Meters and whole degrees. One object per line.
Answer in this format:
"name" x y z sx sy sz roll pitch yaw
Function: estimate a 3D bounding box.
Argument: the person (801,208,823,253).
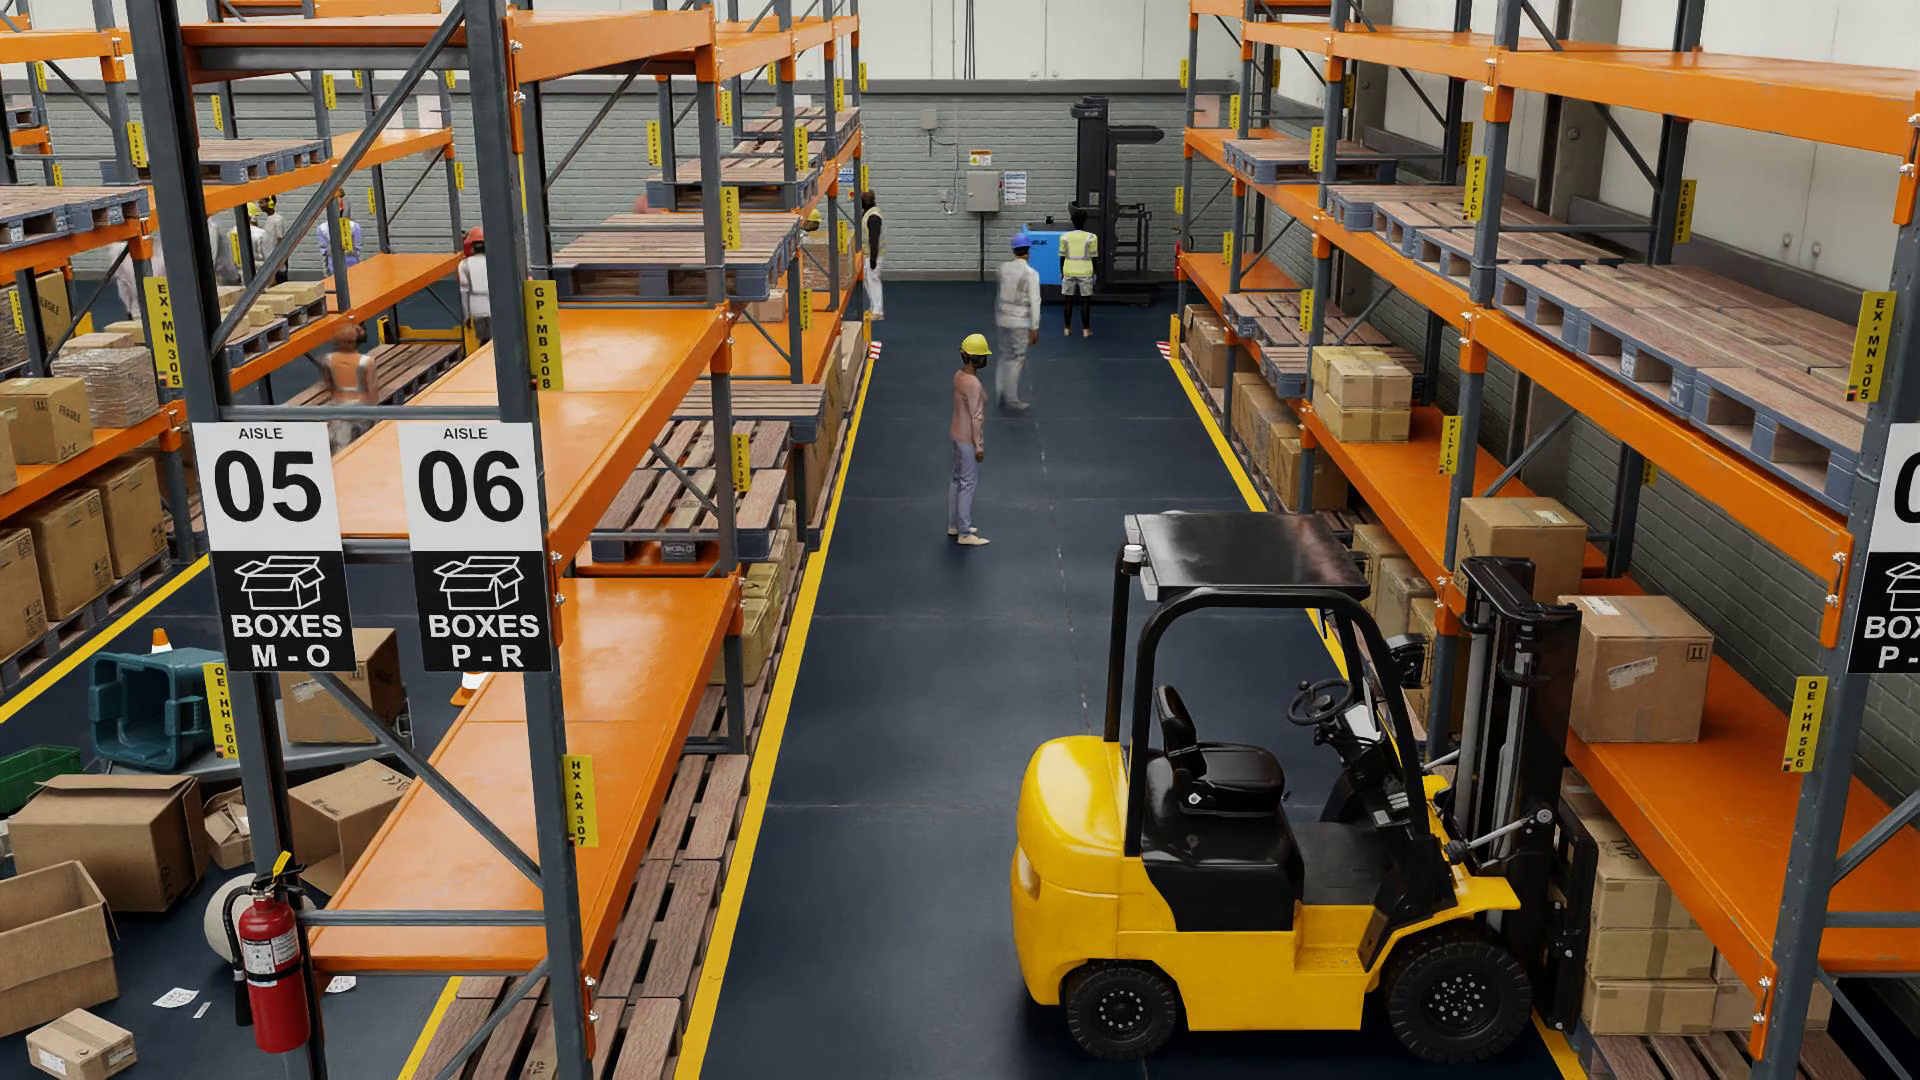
"person" -1.940 -3.474 21.798 0.325 1.732 0.489 0 18 -1

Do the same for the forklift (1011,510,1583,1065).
"forklift" 1.387 1.055 7.378 2.313 2.155 1.214 0 18 0

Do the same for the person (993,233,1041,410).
"person" 0.613 -2.380 18.186 0.443 1.924 0.692 -17 25 -41

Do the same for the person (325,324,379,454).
"person" -5.443 -1.163 15.041 0.514 1.583 0.893 2 18 5

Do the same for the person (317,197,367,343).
"person" -8.008 -3.505 21.594 0.539 1.929 0.396 -4 19 -13

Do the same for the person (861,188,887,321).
"person" -1.241 -3.971 23.155 0.432 1.828 0.702 -3 19 -10

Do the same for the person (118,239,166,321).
"person" -9.350 -2.686 19.216 0.666 1.874 0.712 -3 18 -8

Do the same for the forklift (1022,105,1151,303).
"forklift" 1.857 -4.944 24.441 1.873 2.768 1.129 0 18 0

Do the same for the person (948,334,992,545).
"person" 0.097 -0.833 13.776 0.349 1.761 0.528 -6 19 -17

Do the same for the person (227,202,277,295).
"person" -9.164 -3.472 21.636 0.600 1.827 0.403 4 19 12

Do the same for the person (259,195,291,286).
"person" -9.257 -3.798 22.587 0.333 1.859 0.508 -13 22 -34

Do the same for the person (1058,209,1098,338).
"person" 1.562 -3.517 21.997 0.537 1.691 0.320 5 19 16
